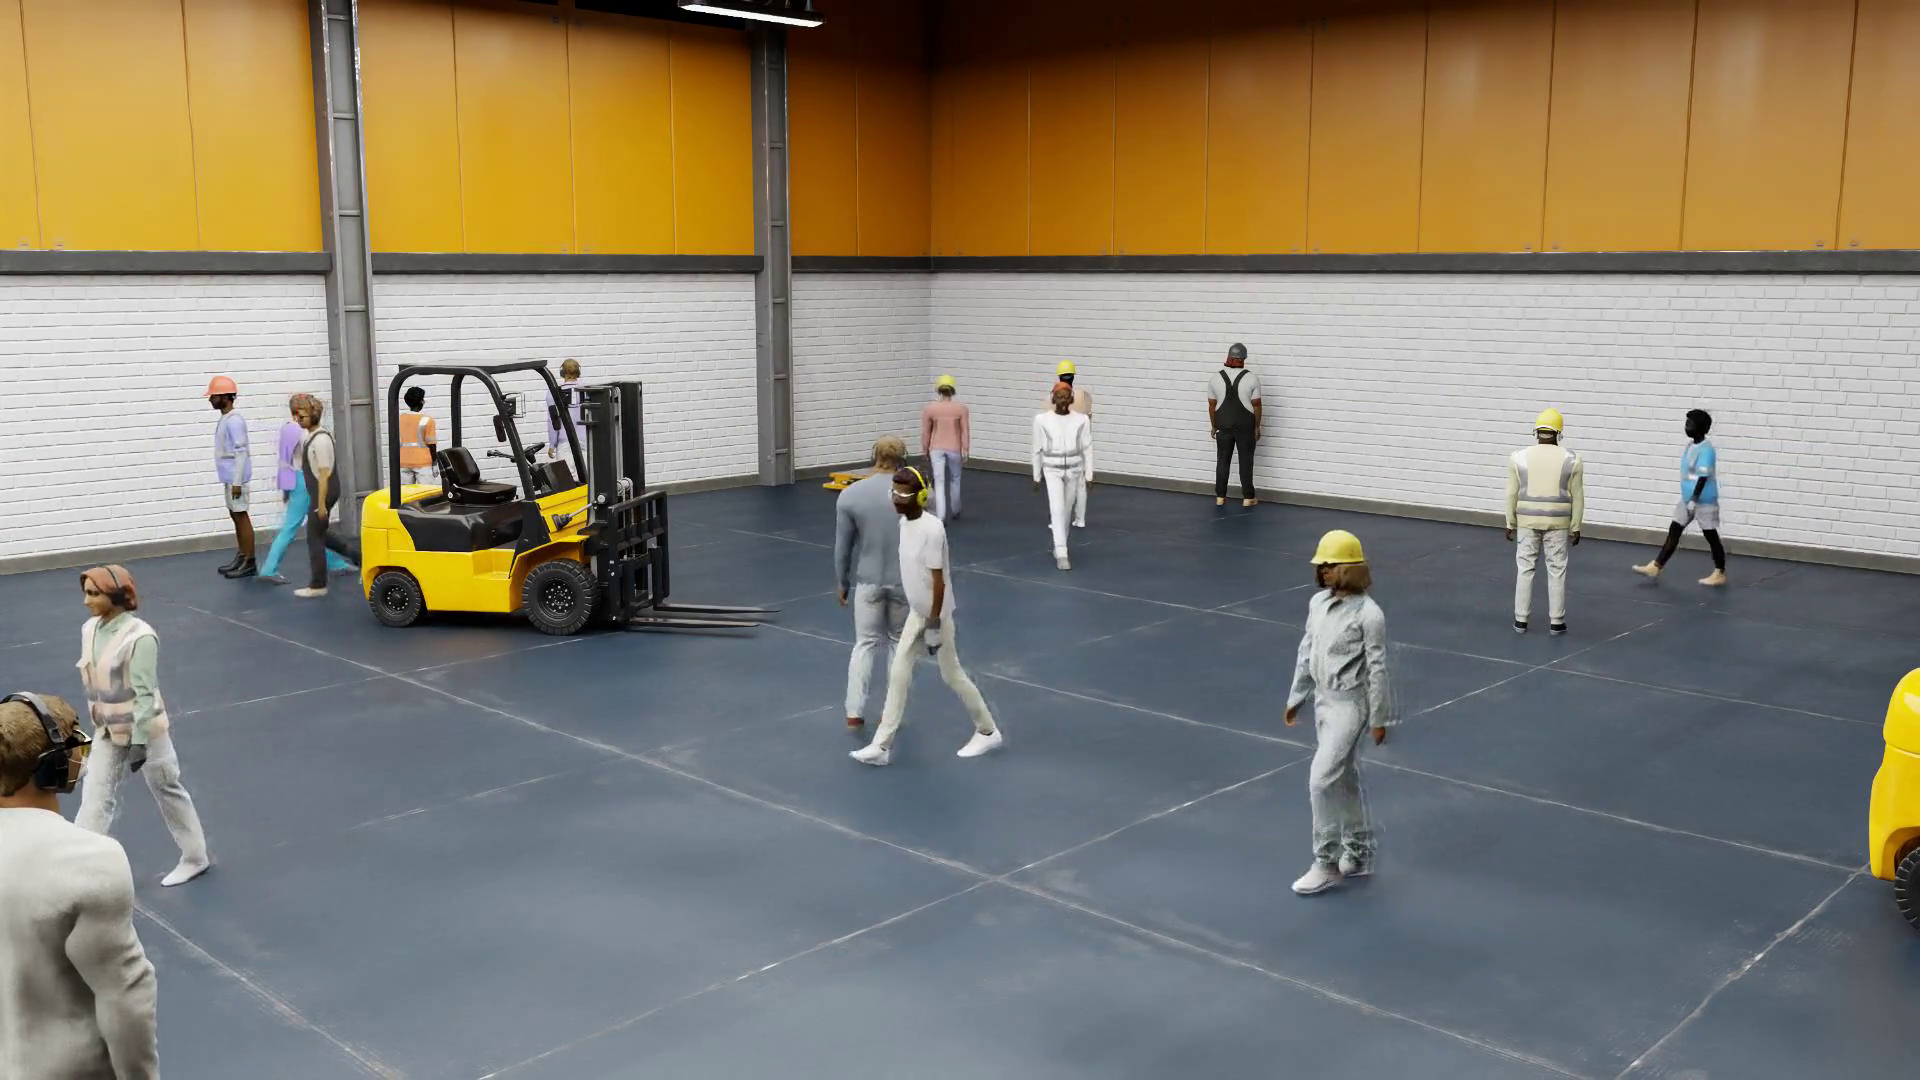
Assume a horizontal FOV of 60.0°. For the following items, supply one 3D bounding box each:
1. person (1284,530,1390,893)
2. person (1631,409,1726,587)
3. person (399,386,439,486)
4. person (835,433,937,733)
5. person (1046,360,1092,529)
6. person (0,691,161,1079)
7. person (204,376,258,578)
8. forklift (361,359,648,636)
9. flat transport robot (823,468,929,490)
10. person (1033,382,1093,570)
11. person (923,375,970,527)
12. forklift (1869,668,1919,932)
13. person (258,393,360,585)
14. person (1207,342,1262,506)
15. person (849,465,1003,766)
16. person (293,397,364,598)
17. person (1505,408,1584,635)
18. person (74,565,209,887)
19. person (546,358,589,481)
[{"bbox_3d":[1.732,0.808,7.907,0.638,1.721,0.503,-3,10,-20],"label":"person"},{"bbox_3d":[6.753,-0.384,15.431,0.857,1.645,0.556,1,9,4],"label":"person"},{"bbox_3d":[-5.866,-0.811,17.963,0.534,1.691,0.320,3,10,17],"label":"person"},{"bbox_3d":[-0.463,0.279,10.612,0.669,1.903,0.425,-1,9,-4],"label":"person"},{"bbox_3d":[1.212,-1.068,18.827,0.586,1.921,0.383,-4,10,-25],"label":"person"},{"bbox_3d":[-2.237,1.321,4.128,0.632,1.939,0.372,3,10,18],"label":"person"},{"bbox_3d":[-6.981,-0.602,15.920,0.379,1.937,0.548,-6,11,-31],"label":"person"},{"bbox_3d":[-3.850,-0.407,13.936,2.313,2.155,1.214,2,9,11],"label":"forklift"},{"bbox_3d":[-1.130,-0.836,22.452,0.652,0.197,1.431,7,12,38],"label":"flat transport robot"},{"bbox_3d":[1.028,-0.667,16.637,0.587,1.840,0.965,-1,9,-8],"label":"person"},{"bbox_3d":[-0.156,-1.041,19.247,0.549,1.714,0.891,1,9,4],"label":"person"},{"bbox_3d":[5.205,0.723,7.013,2.313,2.155,1.214,9,13,43],"label":"forklift"},{"bbox_3d":[-6.180,-0.483,15.643,0.988,1.796,0.589,-7,11,-36],"label":"person"},{"bbox_3d":[3.457,-1.448,20.790,0.674,2.000,0.535,4,10,24],"label":"person"},{"bbox_3d":[-0.191,0.451,9.888,1.003,1.818,0.571,-6,11,-31],"label":"person"},{"bbox_3d":[-5.656,-0.382,14.934,0.659,1.824,0.550,-3,10,-20],"label":"person"},{"bbox_3d":[4.722,-0.147,13.454,0.600,1.829,0.404,4,10,22],"label":"person"},{"bbox_3d":[-3.906,0.906,7.705,0.539,1.586,0.875,5,11,29],"label":"person"},{"bbox_3d":[-4.409,-1.105,18.996,0.627,1.941,0.370,-6,11,-32],"label":"person"}]
